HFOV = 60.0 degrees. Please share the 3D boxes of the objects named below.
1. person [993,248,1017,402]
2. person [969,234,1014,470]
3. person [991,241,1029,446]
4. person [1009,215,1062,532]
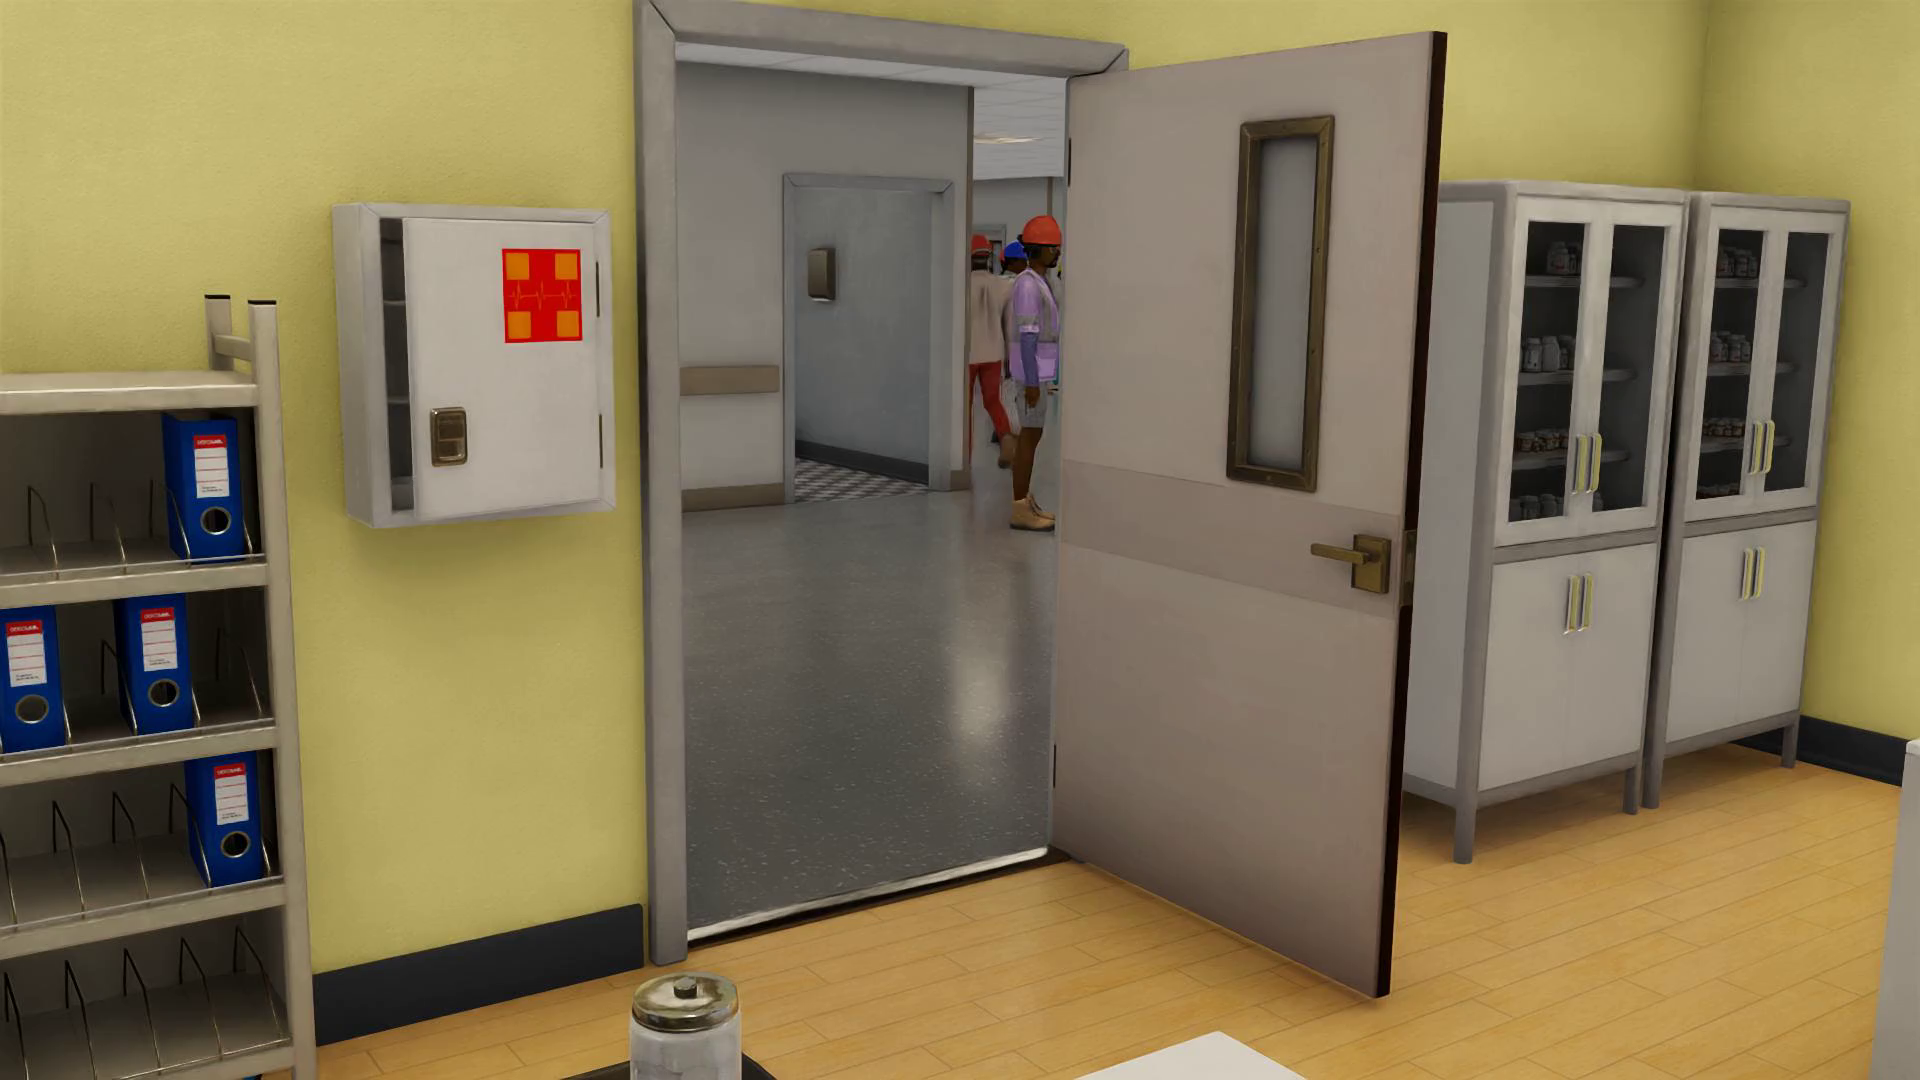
[{"bbox_3d":[0.571,-2.661,20.630,0.548,1.934,0.375,-6,12,-37],"label":"person"},{"bbox_3d":[0.183,-1.527,13.724,0.629,1.974,0.769,-3,10,-22],"label":"person"},{"bbox_3d":[0.480,-1.871,15.872,0.402,1.944,0.605,-1,10,-11],"label":"person"},{"bbox_3d":[0.514,-1.082,10.868,0.378,2.041,0.615,2,10,7],"label":"person"}]
